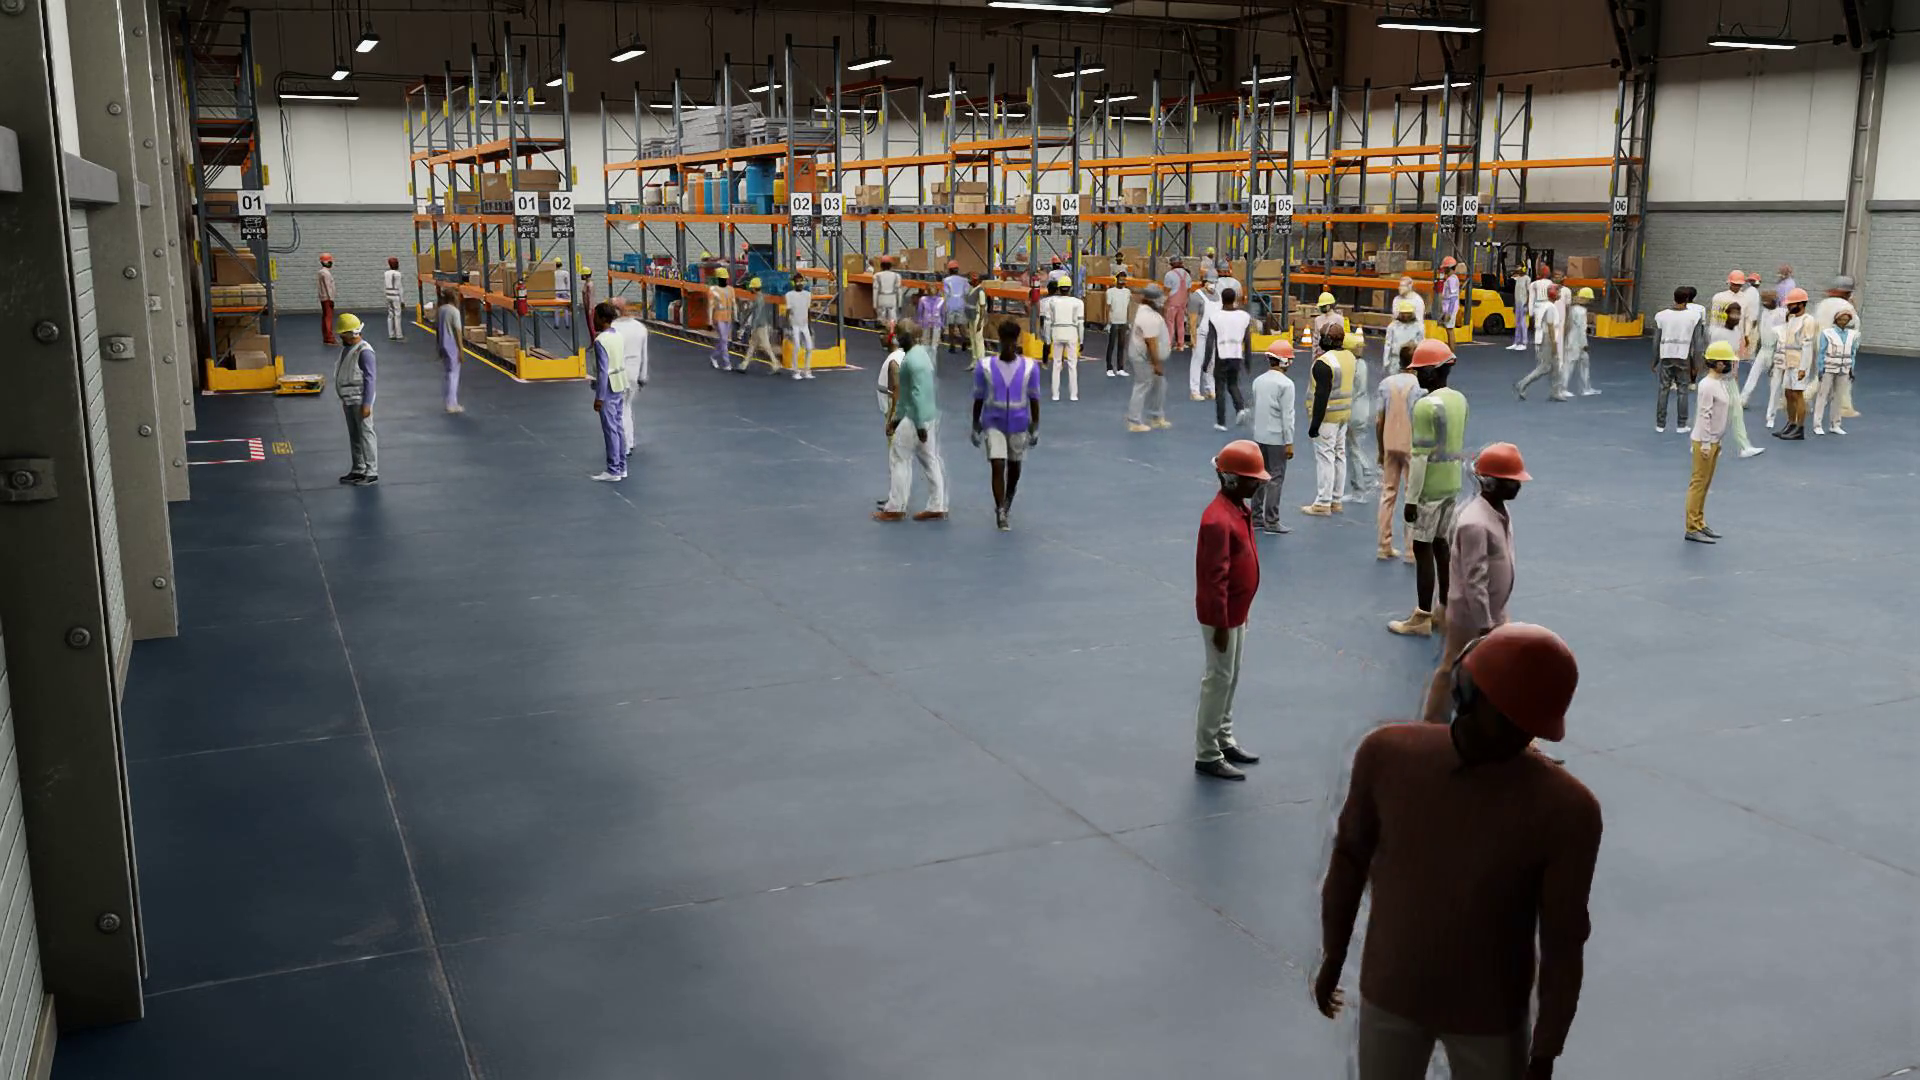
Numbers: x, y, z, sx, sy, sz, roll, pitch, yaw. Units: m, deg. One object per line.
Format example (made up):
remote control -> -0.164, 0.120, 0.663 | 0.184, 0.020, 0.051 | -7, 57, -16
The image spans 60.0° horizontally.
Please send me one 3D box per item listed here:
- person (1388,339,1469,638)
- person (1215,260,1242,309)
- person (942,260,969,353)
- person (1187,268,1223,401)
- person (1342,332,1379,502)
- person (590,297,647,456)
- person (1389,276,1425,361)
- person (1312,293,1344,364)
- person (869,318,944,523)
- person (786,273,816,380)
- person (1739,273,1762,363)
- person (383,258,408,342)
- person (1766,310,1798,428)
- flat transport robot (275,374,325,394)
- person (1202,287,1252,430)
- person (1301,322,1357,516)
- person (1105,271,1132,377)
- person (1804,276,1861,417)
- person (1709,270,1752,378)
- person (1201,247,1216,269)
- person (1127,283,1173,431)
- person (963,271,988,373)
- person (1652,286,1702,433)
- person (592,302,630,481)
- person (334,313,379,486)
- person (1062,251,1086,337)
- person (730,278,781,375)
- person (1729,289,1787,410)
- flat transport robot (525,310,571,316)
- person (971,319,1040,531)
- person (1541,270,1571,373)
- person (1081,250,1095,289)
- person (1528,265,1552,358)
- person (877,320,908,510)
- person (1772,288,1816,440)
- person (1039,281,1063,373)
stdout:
person -> 3.198, -0.350, 11.345 | 0.409, 2.033, 0.608 | 10, 15, 41
person -> 4.715, -4.037, 30.048 | 0.675, 2.000, 0.537 | -4, 12, -21
person -> -0.099, -4.783, 34.166 | 0.550, 1.908, 0.533 | -4, 12, -22
person -> 3.844, -3.165, 25.617 | 0.683, 2.000, 0.536 | -8, 14, -36
person -> 3.883, -1.212, 16.524 | 0.403, 1.702, 0.557 | 7, 13, 31
person -> -4.103, -1.946, 19.823 | 0.613, 1.883, 0.668 | 9, 14, 38
person -> 7.110, -3.245, 26.423 | 0.746, 1.885, 0.656 | -6, 13, -28
person -> 5.225, -2.643, 23.702 | 0.342, 1.753, 0.534 | -8, 14, -36
person -> -0.521, -1.102, 15.460 | 0.823, 1.905, 0.628 | 1, 11, 6
person -> -2.722, -3.667, 28.684 | 0.541, 1.837, 0.770 | -6, 13, -30
person -> 15.255, -4.267, 32.032 | 0.397, 1.725, 0.576 | 1, 11, 6
person -> -12.677, -5.385, 37.330 | 0.634, 1.876, 0.389 | 7, 13, 32
person -> 11.106, -2.306, 22.303 | 0.519, 1.633, 0.314 | 6, 13, 27
flat transport robot -> -10.673, -2.532, 26.912 | 0.652, 0.197, 1.431 | -3, 12, -17
person -> 3.570, -2.402, 22.102 | 0.616, 1.900, 0.458 | -3, 12, -17
person -> 3.521, -1.157, 15.920 | 0.429, 1.844, 0.626 | 9, 14, 38
person -> 2.804, -3.819, 29.393 | 0.518, 1.865, 0.326 | -5, 12, -26
person -> 12.398, -2.751, 23.511 | 0.725, 2.000, 0.713 | -1, 11, -7
person -> 12.025, -3.211, 25.977 | 0.609, 1.991, 0.388 | 1, 11, 5
person -> 7.801, -8.267, 52.145 | 0.610, 1.802, 0.577 | -5, 12, -25
person -> 2.527, -2.418, 21.821 | 0.676, 2.000, 0.768 | 3, 12, 15
person -> 0.301, -3.955, 30.147 | 0.389, 1.837, 0.563 | -4, 12, -20
person -> 9.425, -2.373, 21.901 | 0.591, 1.918, 0.383 | 7, 13, 33
person -> -3.782, -1.599, 17.961 | 0.392, 1.922, 0.591 | 2, 11, 8
person -> -6.415, -1.490, 17.659 | 0.403, 1.823, 0.587 | -11, 15, -43
person -> 2.659, -5.702, 38.504 | 0.615, 2.043, 0.373 | -5, 12, -25
person -> -3.631, -3.781, 29.585 | 0.909, 1.717, 0.537 | -2, 11, -11
person -> 11.759, -2.765, 24.285 | 0.990, 1.767, 0.593 | -2, 11, -9
flat transport robot -> -11.483, -6.364, 46.385 | 1.431, 0.197, 0.652 | 0, 11, 2
person -> 0.416, -1.092, 15.377 | 0.629, 1.929, 0.829 | -1, 11, -5
person -> 10.774, -3.955, 30.130 | 0.506, 1.846, 0.345 | 8, 14, 36
person -> 3.533, -7.277, 47.025 | 0.623, 1.844, 0.429 | -1, 11, -6
person -> 11.578, -4.526, 33.026 | 0.578, 1.854, 0.823 | 6, 13, 27
person -> -0.626, -1.214, 16.198 | 0.389, 1.846, 0.566 | 0, 11, -2
person -> 10.645, -2.241, 21.230 | 0.391, 1.923, 0.548 | 0, 11, 1
person -> 1.692, -3.862, 30.131 | 0.518, 1.656, 0.855 | -1, 11, -7
